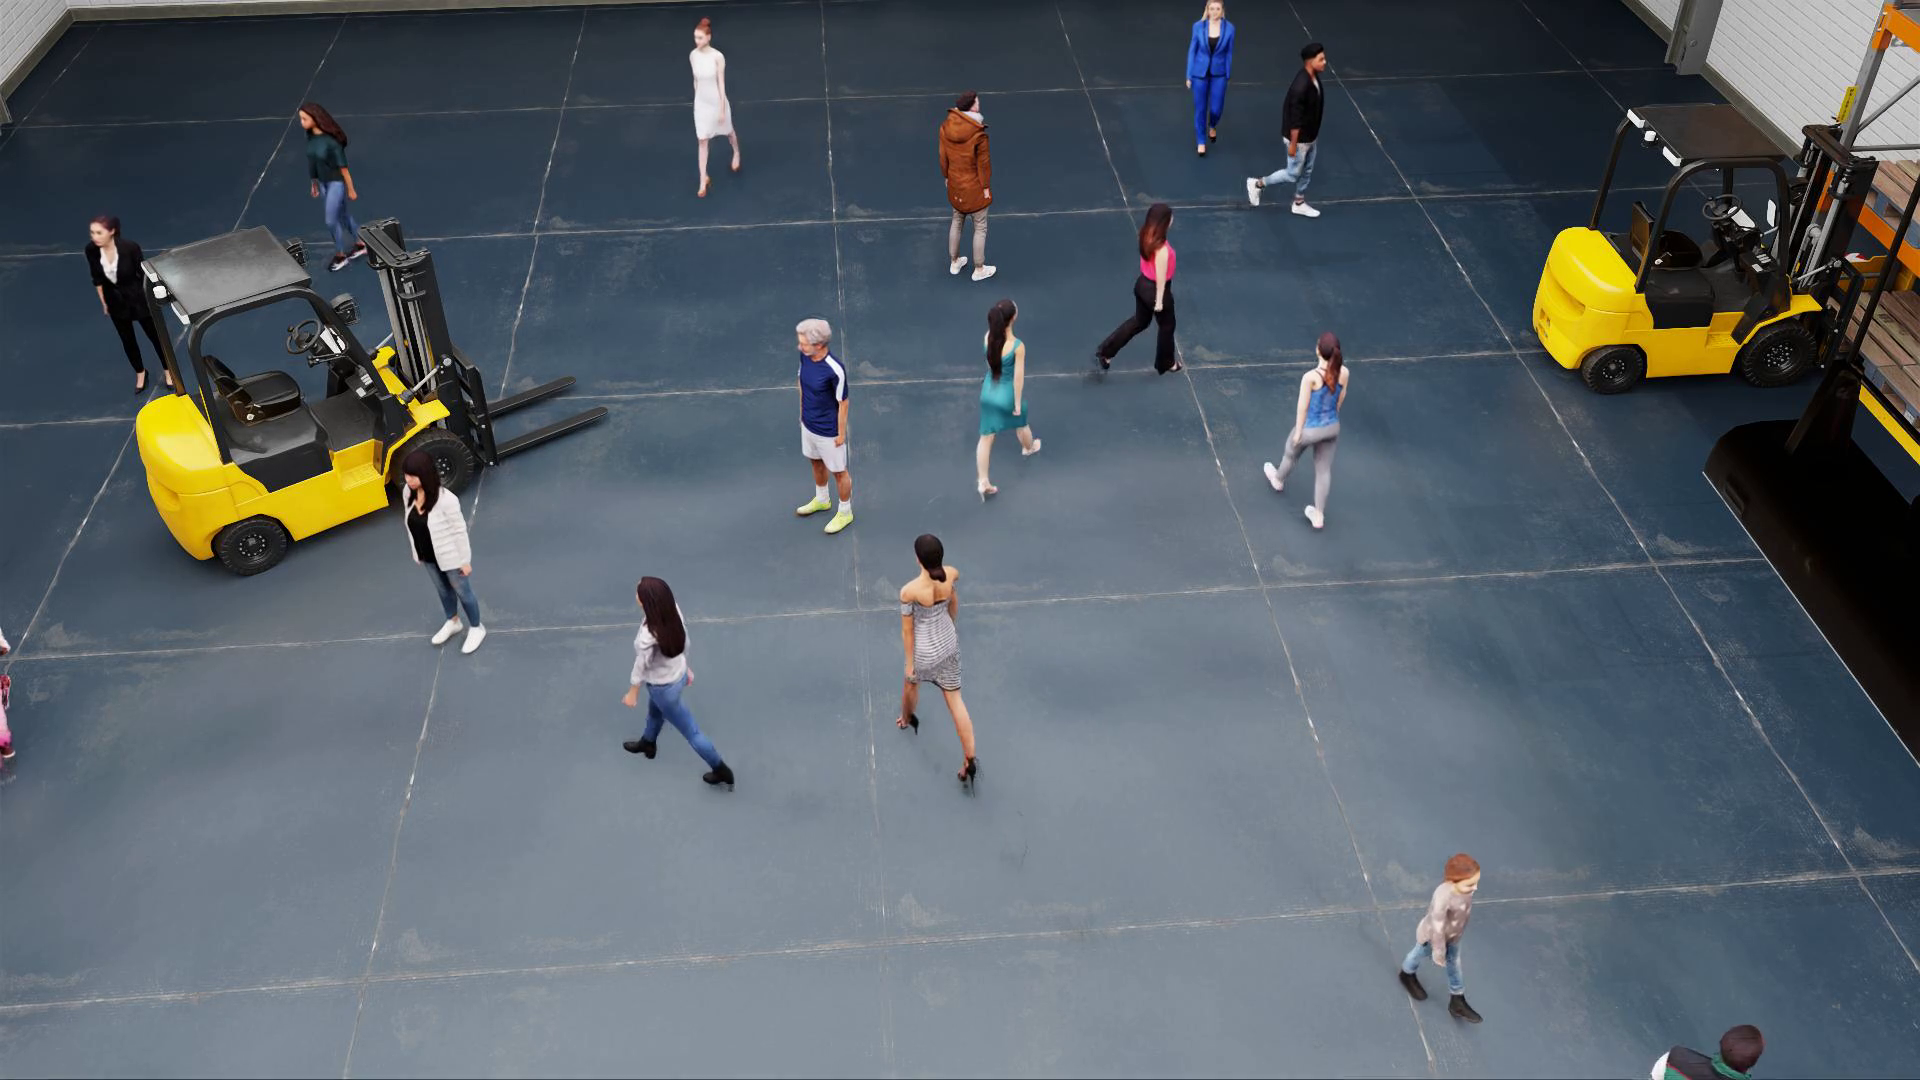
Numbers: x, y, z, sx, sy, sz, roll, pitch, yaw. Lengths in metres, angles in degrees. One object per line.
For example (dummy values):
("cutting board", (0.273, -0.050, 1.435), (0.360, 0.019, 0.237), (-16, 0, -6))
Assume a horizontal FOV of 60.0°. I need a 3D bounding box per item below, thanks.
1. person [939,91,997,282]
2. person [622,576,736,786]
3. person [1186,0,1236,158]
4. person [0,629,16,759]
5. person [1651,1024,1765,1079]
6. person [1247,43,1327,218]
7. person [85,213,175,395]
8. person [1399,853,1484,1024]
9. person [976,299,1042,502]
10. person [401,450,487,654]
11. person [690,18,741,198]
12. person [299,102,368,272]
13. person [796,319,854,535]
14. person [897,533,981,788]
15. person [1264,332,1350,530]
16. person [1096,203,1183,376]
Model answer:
("person", (0.076, -3.279, 15.391), (0.854, 1.839, 0.907), (24, 45, 27))
("person", (-1.739, 0.927, 10.326), (0.896, 1.588, 1.068), (10, 40, 12))
("person", (2.622, -4.921, 17.567), (0.694, 1.689, 0.753), (4, 39, 5))
("person", (-6.350, 0.784, 10.651), (0.817, 1.405, 1.075), (-18, 42, -22))
("person", (3.341, 2.875, 7.694), (0.980, 1.827, 0.936), (-29, 47, -31))
("person", (3.266, -4.031, 16.369), (1.053, 1.793, 1.064), (17, 42, 20))
("person", (-6.949, -1.996, 13.926), (0.597, 1.661, 0.542), (-4, 39, -5))
("person", (2.611, 2.118, 9.166), (0.674, 1.175, 0.814), (-21, 43, -24))
("person", (0.265, -1.034, 12.737), (0.949, 1.644, 1.085), (23, 44, 26))
("person", (-3.538, 0.065, 11.366), (0.707, 1.636, 0.704), (14, 41, 17))
("person", (-2.445, -4.416, 16.885), (0.899, 1.751, 1.147), (14, 41, 17))
("person", (-5.864, -3.389, 15.723), (0.827, 1.597, 0.900), (23, 44, 26))
("person", (-1.013, -0.879, 12.392), (0.776, 1.830, 0.690), (-31, 48, -32))
("person", (-0.107, 0.780, 10.363), (0.941, 1.771, 1.164), (-21, 43, -24))
("person", (2.710, -0.787, 12.477), (0.700, 1.580, 1.012), (-11, 40, -13))
("person", (1.561, -2.062, 14.031), (0.833, 1.635, 1.014), (-14, 41, -16))
